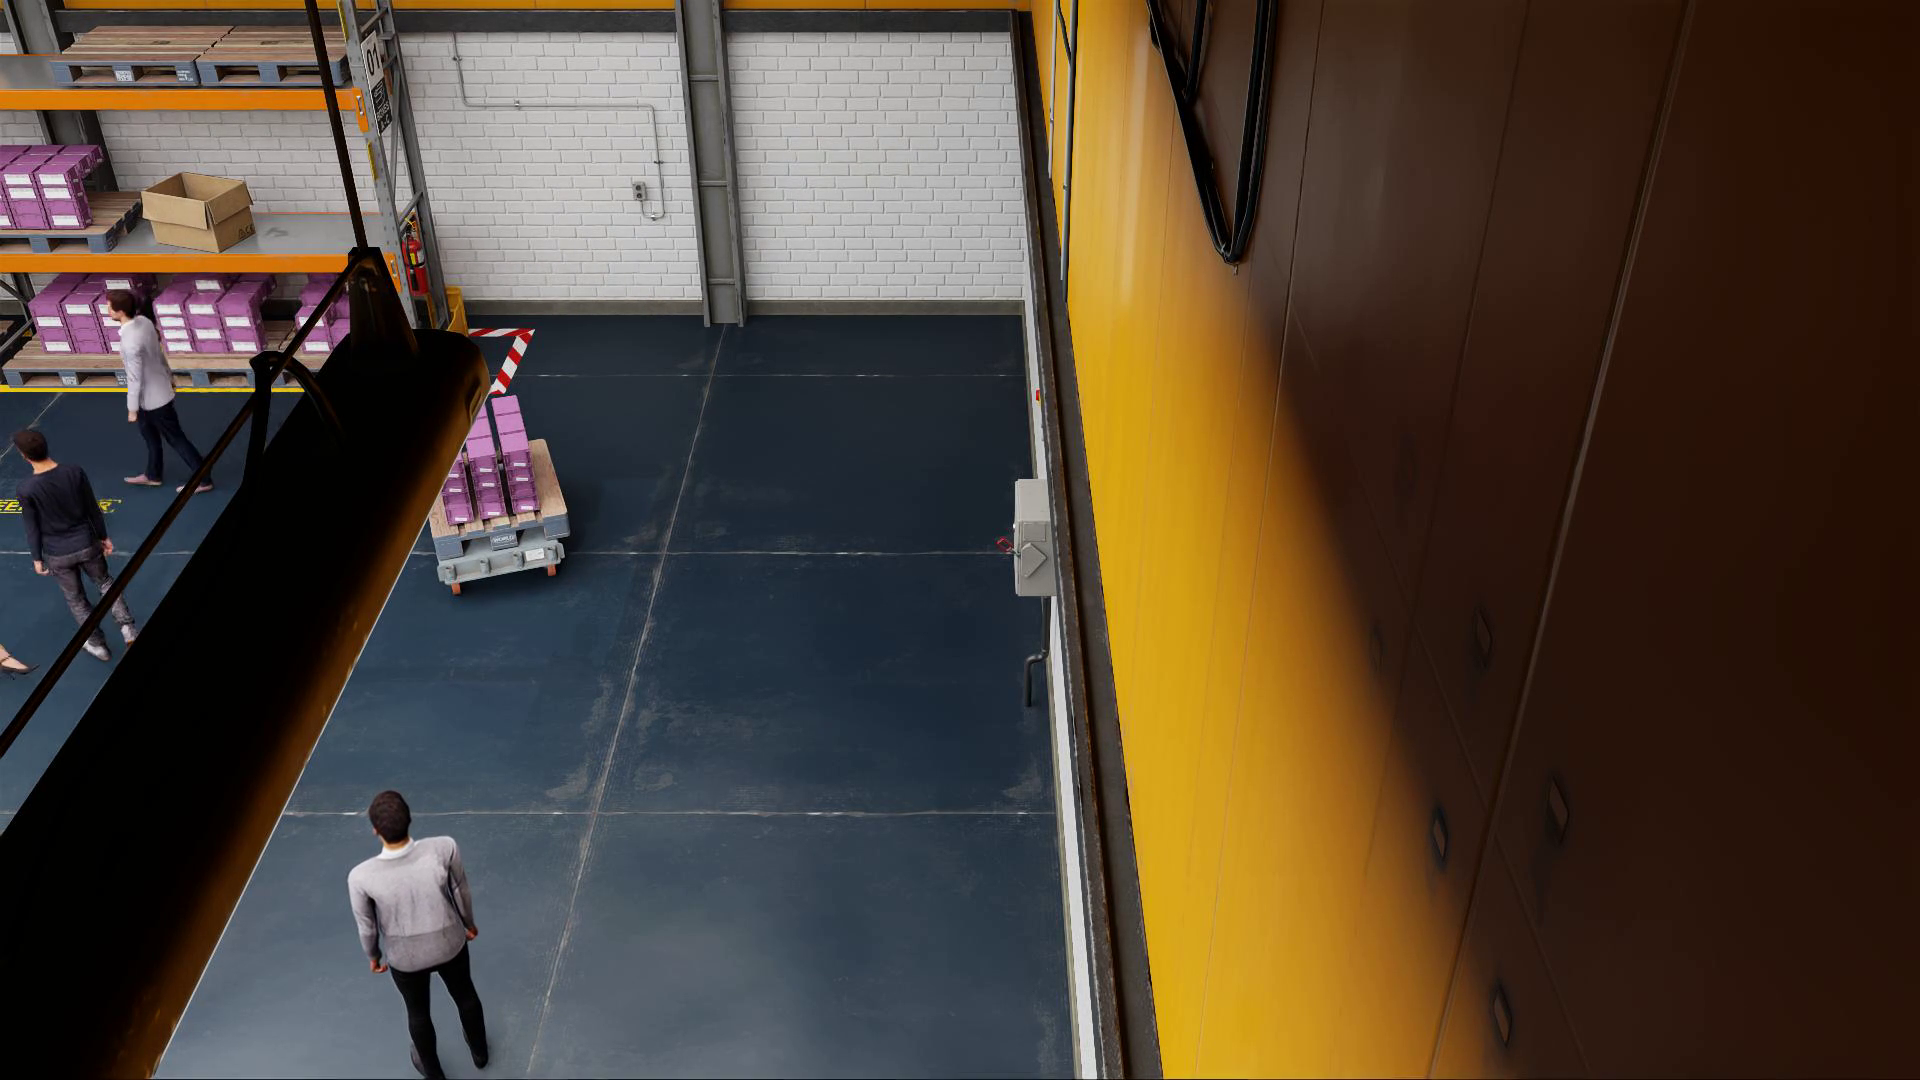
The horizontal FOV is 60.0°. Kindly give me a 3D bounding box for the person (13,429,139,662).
[{"bbox_3d":[-6.126,0.091,11.573,0.975,1.853,0.903,25,41,32],"label":"person"}]

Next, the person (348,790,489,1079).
[{"bbox_3d":[-2.748,2.063,8.546,0.747,1.920,0.882,-16,37,-22],"label":"person"}]

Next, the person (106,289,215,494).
[{"bbox_3d":[-6.456,-1.188,13.522,1.038,1.824,0.859,-8,34,-12],"label":"person"}]
